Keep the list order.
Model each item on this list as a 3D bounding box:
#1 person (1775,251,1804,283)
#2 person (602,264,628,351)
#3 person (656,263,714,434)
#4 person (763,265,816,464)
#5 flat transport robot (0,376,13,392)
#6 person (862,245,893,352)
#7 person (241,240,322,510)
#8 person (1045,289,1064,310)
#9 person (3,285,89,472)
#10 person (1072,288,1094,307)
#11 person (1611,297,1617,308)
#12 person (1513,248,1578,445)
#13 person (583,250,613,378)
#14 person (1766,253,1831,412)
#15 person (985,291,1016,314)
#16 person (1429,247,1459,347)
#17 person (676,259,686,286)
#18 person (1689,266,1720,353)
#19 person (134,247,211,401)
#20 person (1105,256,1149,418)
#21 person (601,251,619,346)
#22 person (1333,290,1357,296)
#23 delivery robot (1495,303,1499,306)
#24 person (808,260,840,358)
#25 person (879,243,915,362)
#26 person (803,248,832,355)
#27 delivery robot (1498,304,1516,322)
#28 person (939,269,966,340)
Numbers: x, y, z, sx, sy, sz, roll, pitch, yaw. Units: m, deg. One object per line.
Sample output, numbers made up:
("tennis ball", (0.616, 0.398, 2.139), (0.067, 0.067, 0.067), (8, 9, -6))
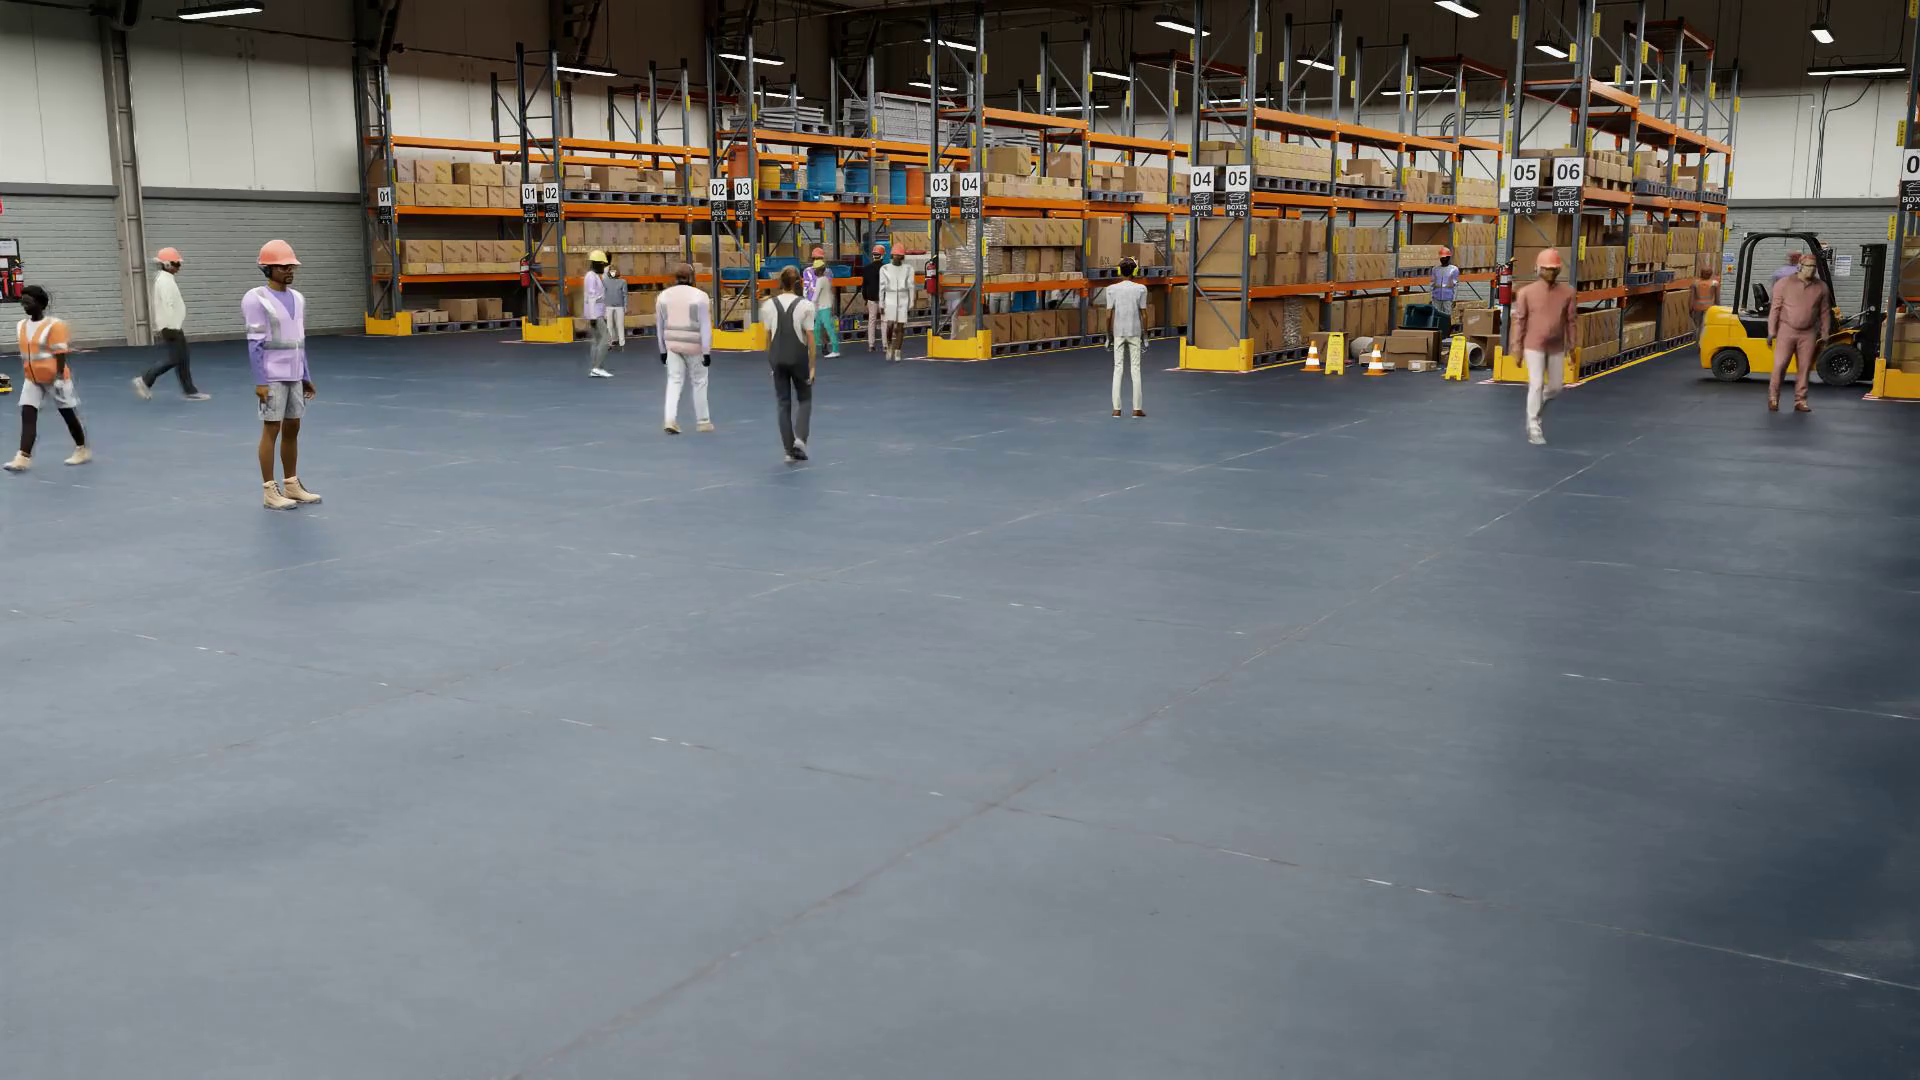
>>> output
("person", (14.755, -4.148, 29.367), (0.673, 1.872, 0.878), (10, 14, 44))
("person", (-6.518, -4.386, 31.396), (0.499, 1.633, 0.286), (-1, 10, -5))
("person", (-2.934, -2.024, 17.733), (0.642, 1.822, 0.802), (3, 11, 16))
("person", (-1.552, -1.607, 15.305), (0.501, 1.826, 0.417), (1, 10, 8))
("flat transport robot", (-13.392, -2.143, 22.649), (0.652, 0.197, 1.431), (-8, 13, -36))
("person", (-1.516, -4.517, 31.118), (0.624, 1.992, 0.390), (3, 11, 17))
("person", (-5.179, -1.262, 12.749), (0.383, 2.045, 0.605), (3, 11, 17))
("person", (2.290, -6.145, 40.414), (0.614, 1.938, 0.868), (6, 12, 30))
("person", (-8.217, -1.448, 14.893), (0.544, 1.647, 0.861), (3, 10, 15))
("person", (2.651, -5.260, 35.967), (0.537, 1.748, 0.480), (4, 11, 23))
("person", (14.213, -5.288, 35.594), (0.542, 1.939, 0.366), (4, 11, 19))
("person", (5.924, -1.976, 16.949), (0.626, 1.973, 0.696), (-1, 10, -3))
("person", (-5.396, -3.390, 25.016), (0.502, 1.912, 0.624), (-1, 10, -8))
("person", (10.142, -2.501, 20.093), (0.694, 1.903, 0.407), (1, 10, 8))
("person", (0.799, -4.815, 32.989), (0.622, 1.932, 0.370), (0, 10, 1))
("person", (9.390, -4.706, 32.338), (0.552, 1.936, 0.358), (7, 12, 33))
("person", (-6.597, -5.904, 39.894), (0.501, 1.633, 0.286), (7, 12, 35))
("person", (13.811, -4.281, 30.887), (0.518, 1.609, 0.811), (6, 12, 31))
("person", (-10.095, -2.734, 21.198), (0.805, 1.973, 0.642), (-4, 11, -23))
("person", (1.943, -2.355, 19.354), (0.521, 1.874, 0.327), (2, 10, 13))
("person", (-6.939, -4.754, 32.811), (0.328, 1.867, 0.510), (3, 10, 15))
("person", (8.393, -5.264, 36.298), (0.514, 1.640, 0.310), (2, 10, 13))
("delivery robot", (13.215, -5.591, 40.907), (0.477, 0.478, 0.707), (-1, 10, -8))
("person", (-2.523, -4.086, 29.461), (0.860, 1.718, 0.518), (1, 10, 6))
("person", (-1.060, -4.030, 28.312), (0.603, 2.022, 0.553), (-1, 10, -8))
("person", (-2.576, -4.333, 30.236), (0.545, 1.942, 0.353), (-3, 11, -16))
("delivery robot", (13.099, -5.489, 40.331), (0.707, 0.478, 0.477), (-1, 10, -8))
("person", (-0.115, -4.786, 33.102), (0.520, 1.836, 0.907), (4, 11, 22))
